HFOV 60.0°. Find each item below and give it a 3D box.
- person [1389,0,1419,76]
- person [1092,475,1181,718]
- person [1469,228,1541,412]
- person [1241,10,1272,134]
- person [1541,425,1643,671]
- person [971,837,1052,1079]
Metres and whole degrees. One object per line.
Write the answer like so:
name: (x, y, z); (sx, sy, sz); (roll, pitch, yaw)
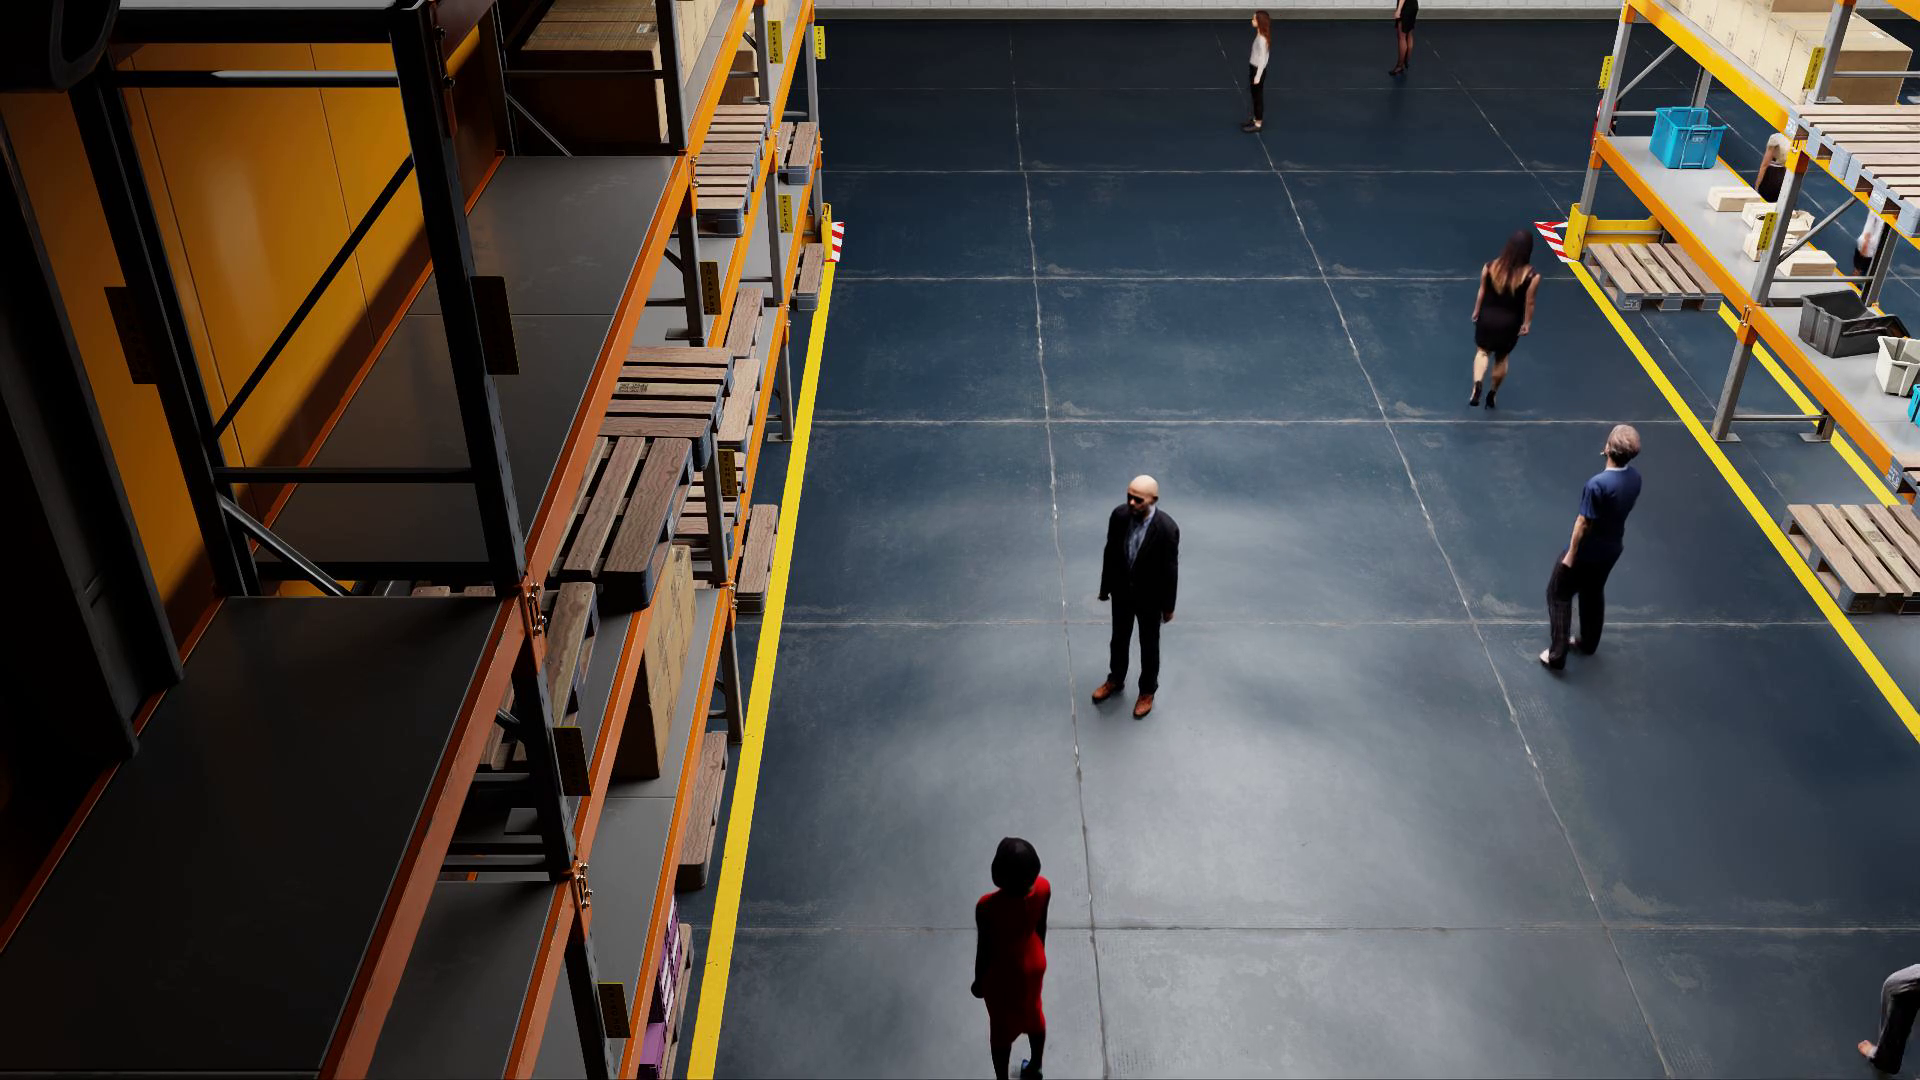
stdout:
person: (5.989, -7.111, 22.293); (0.719, 1.704, 0.637); (25, 41, 32)
person: (1.182, 0.342, 10.995); (0.775, 1.798, 0.775); (20, 38, 27)
person: (4.653, -1.843, 14.368); (0.829, 1.704, 0.922); (14, 36, 20)
person: (3.675, -5.769, 20.473); (0.613, 1.484, 0.416); (2, 34, 3)
person: (4.355, 0.067, 11.356); (0.788, 1.857, 0.786); (-22, 40, -30)
person: (0.266, 2.160, 8.310); (0.645, 1.743, 0.655); (-18, 37, -24)
